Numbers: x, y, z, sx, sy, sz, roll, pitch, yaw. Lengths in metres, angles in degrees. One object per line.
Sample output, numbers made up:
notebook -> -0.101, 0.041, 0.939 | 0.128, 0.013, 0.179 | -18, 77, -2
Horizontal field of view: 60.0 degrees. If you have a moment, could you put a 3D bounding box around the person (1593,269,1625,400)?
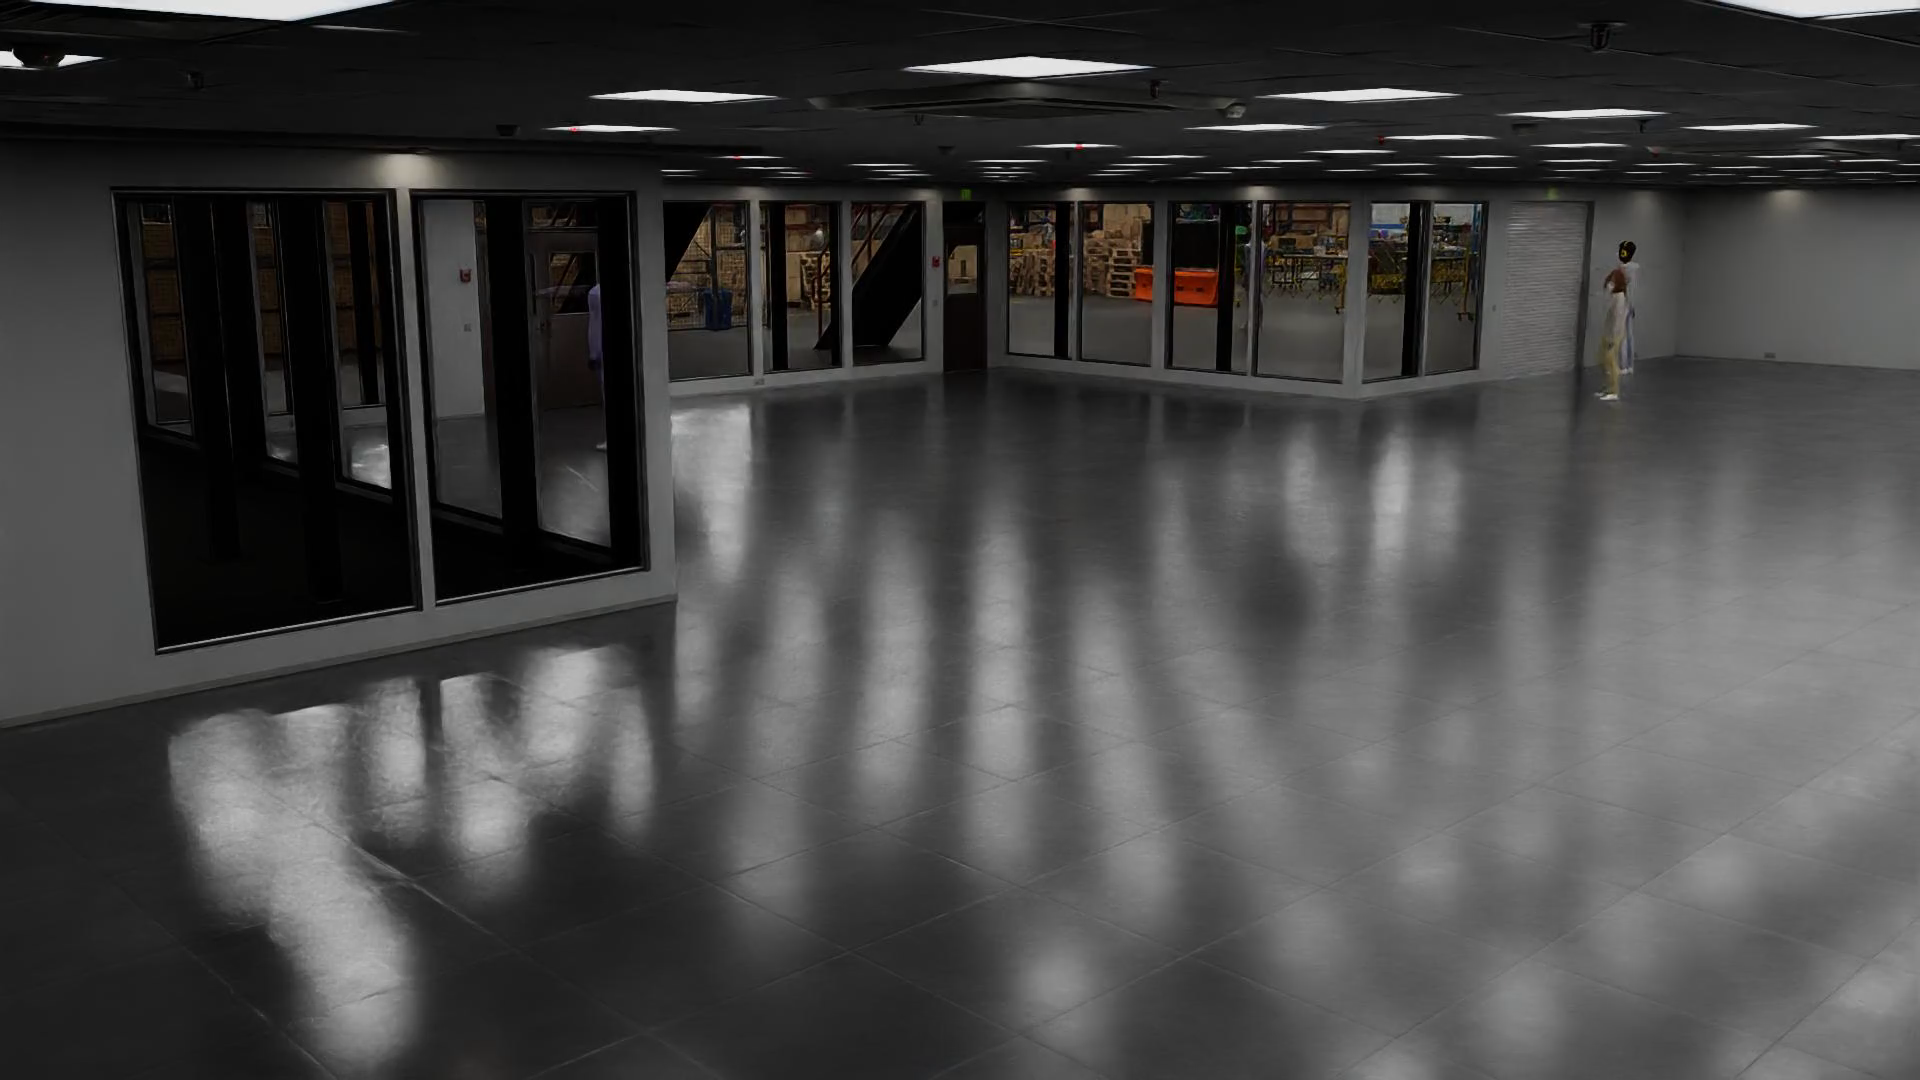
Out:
person -> 7.881, -2.477, 20.139 | 0.325, 1.594, 0.577 | 1, 11, 3

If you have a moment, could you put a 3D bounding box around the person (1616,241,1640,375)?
person -> 9.306, -3.240, 23.300 | 0.535, 1.868, 0.309 | -11, 15, -43
